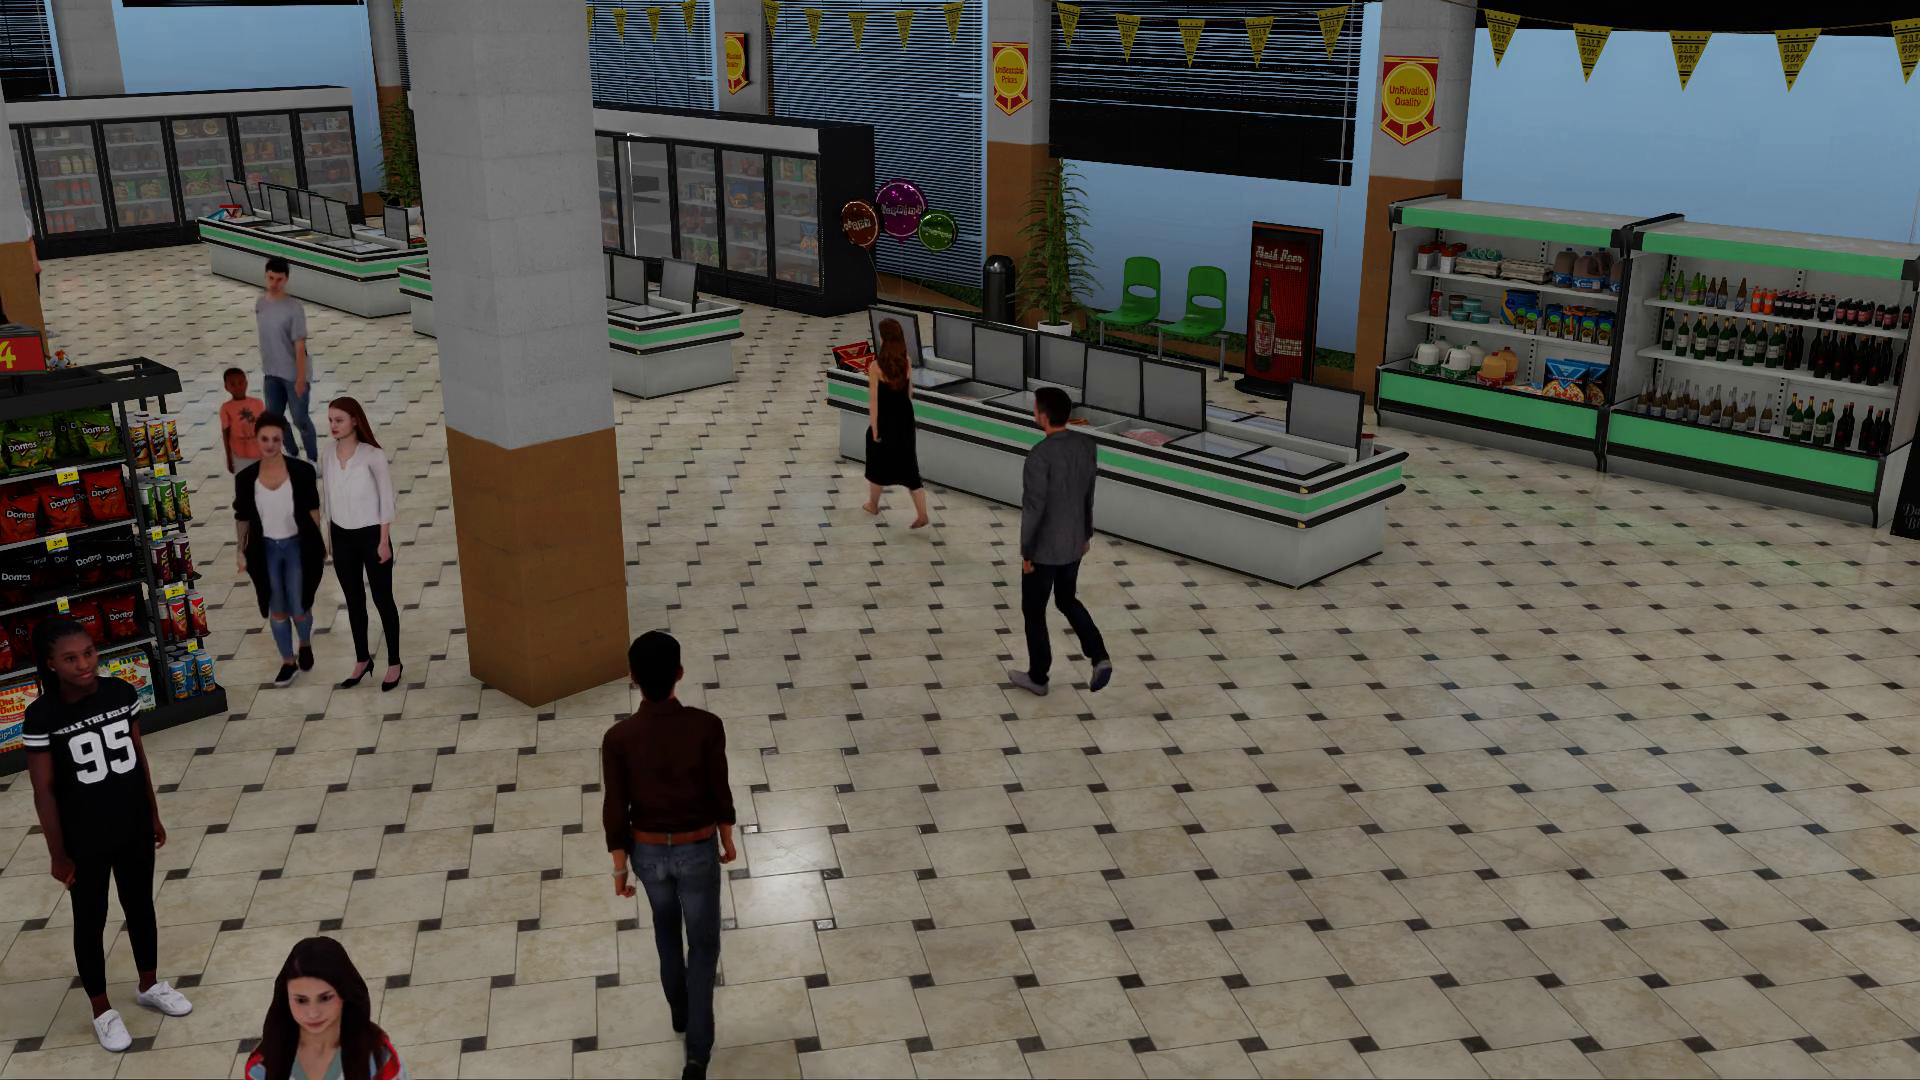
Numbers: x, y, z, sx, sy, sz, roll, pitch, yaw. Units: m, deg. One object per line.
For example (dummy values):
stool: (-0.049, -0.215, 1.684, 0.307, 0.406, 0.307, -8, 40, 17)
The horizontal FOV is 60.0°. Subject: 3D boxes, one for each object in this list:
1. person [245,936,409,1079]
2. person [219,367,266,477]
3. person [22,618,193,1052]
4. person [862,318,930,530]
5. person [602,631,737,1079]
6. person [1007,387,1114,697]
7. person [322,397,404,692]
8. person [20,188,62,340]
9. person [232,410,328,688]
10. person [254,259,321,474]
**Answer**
person: (-1.740, 1.801, 4.689, 0.724, 1.604, 0.751, -4, 19, -11)
person: (-5.331, -0.657, 12.460, 0.583, 1.297, 0.832, -12, 22, -31)
person: (-3.348, 1.126, 6.496, 0.646, 1.729, 0.663, 11, 22, 30)
person: (-0.457, -0.848, 12.561, 0.770, 1.596, 1.126, -10, 21, -27)
person: (-1.044, 1.221, 6.178, 1.081, 1.752, 1.194, -2, 19, -5)
person: (0.595, 0.053, 9.479, 0.738, 1.858, 0.954, -15, 24, -38)
person: (-3.497, 0.021, 9.726, 0.608, 1.760, 0.727, 5, 19, 14)
person: (-10.923, -3.272, 19.348, 0.568, 1.851, 0.768, 13, 22, 33)
person: (-3.948, 0.046, 9.795, 0.821, 1.669, 0.872, -2, 19, -5)
person: (-5.581, -1.420, 13.857, 0.758, 1.851, 0.901, 12, 22, 33)
